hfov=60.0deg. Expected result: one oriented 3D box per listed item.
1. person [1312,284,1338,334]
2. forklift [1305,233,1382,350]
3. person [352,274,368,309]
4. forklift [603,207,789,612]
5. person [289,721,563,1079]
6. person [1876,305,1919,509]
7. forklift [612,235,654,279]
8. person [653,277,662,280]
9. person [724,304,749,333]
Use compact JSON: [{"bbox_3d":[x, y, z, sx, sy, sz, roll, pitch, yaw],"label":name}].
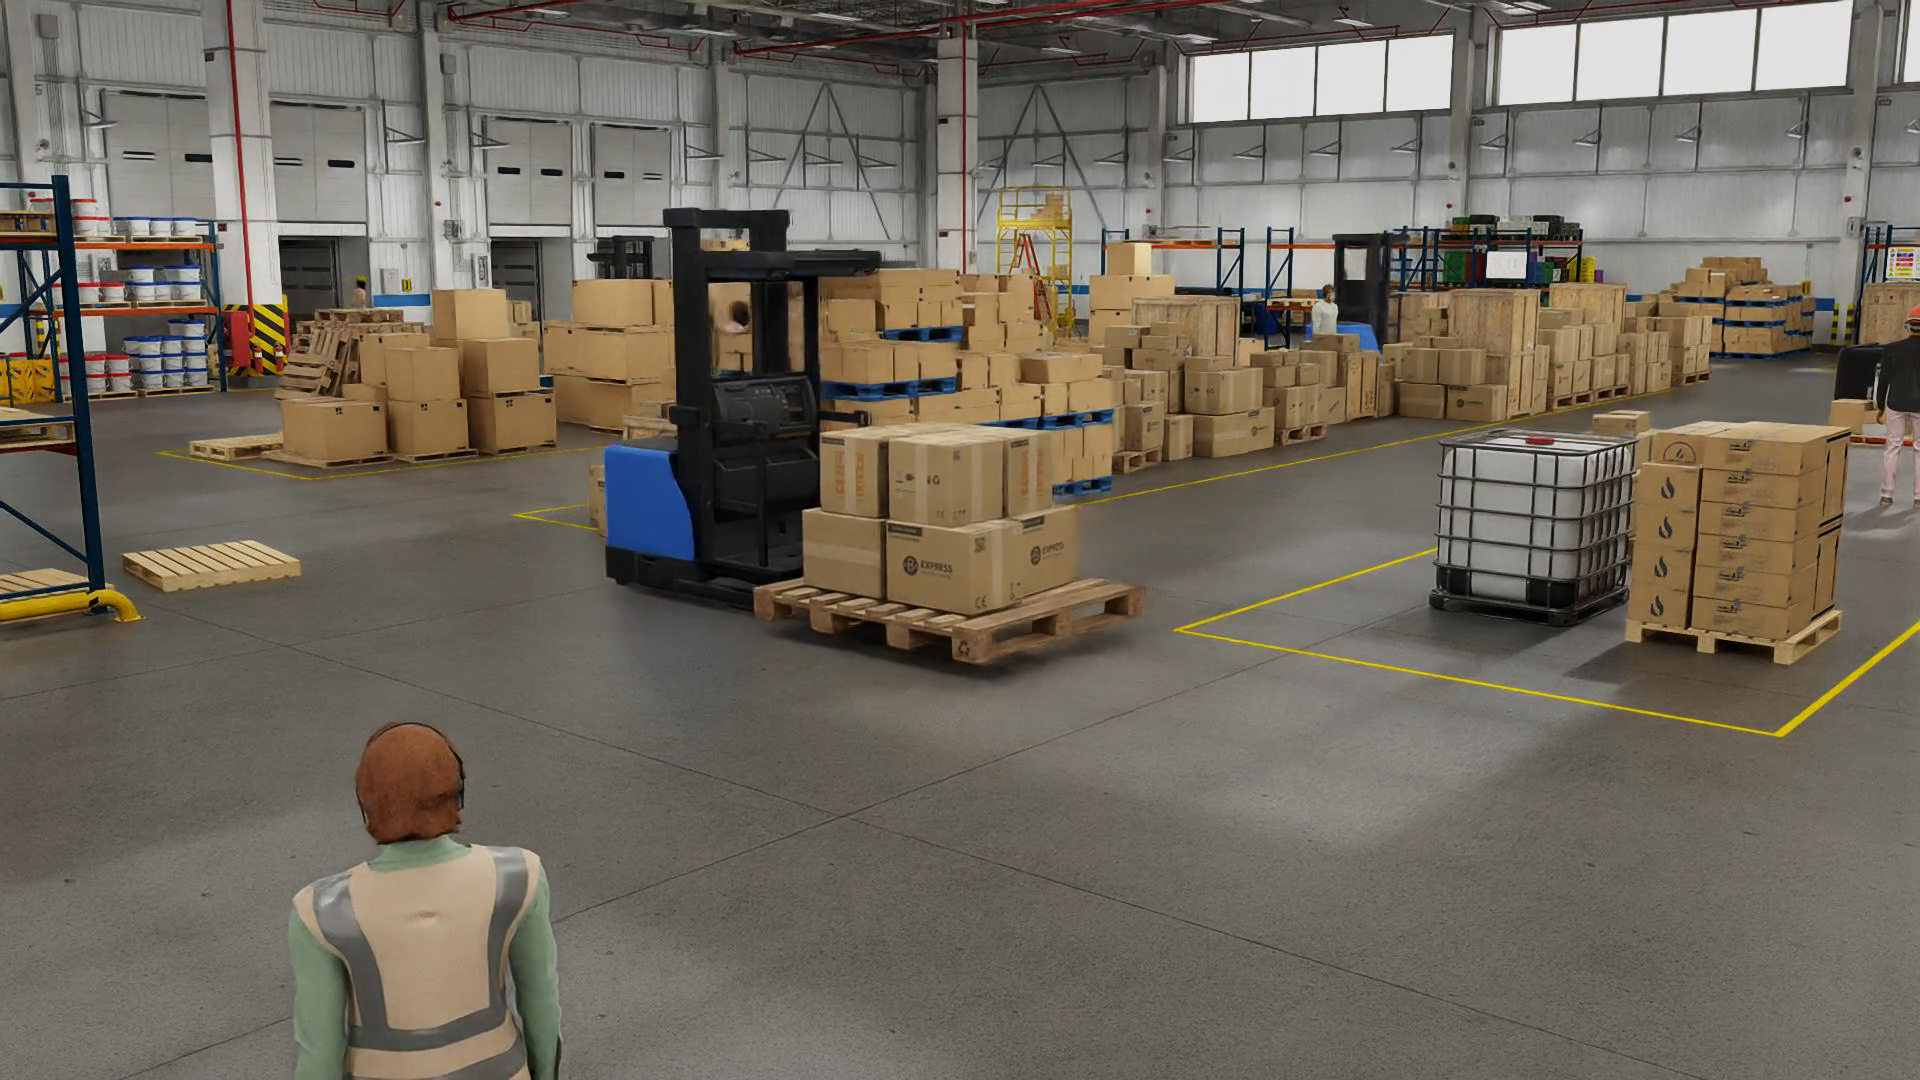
[{"bbox_3d":[6.210,-3.367,28.242,0.627,1.941,0.371,-9,14,-43],"label":"person"},{"bbox_3d":[7.684,-4.573,32.429,1.873,2.768,1.129,-9,14,-42],"label":"forklift"},{"bbox_3d":[-14.520,-5.452,40.177,0.550,1.911,0.624,-8,13,-40],"label":"person"},{"bbox_3d":[-1.677,-1.015,12.172,1.873,2.768,1.129,8,13,40],"label":"forklift"},{"bbox_3d":[-1.044,1.160,3.320,0.514,1.640,0.310,-5,11,-27],"label":"person"},{"bbox_3d":[9.355,-1.306,16.349,0.622,1.992,0.396,7,12,36],"label":"person"},{"bbox_3d":[-7.300,-5.450,37.421,1.873,2.768,1.129,8,13,40],"label":"forklift"},{"bbox_3d":[-6.518,-4.726,36.019,0.634,1.930,0.384,-5,11,-25],"label":"person"},{"bbox_3d":[-2.917,-2.166,21.751,0.486,1.826,0.642,-3,10,-16],"label":"person"}]
